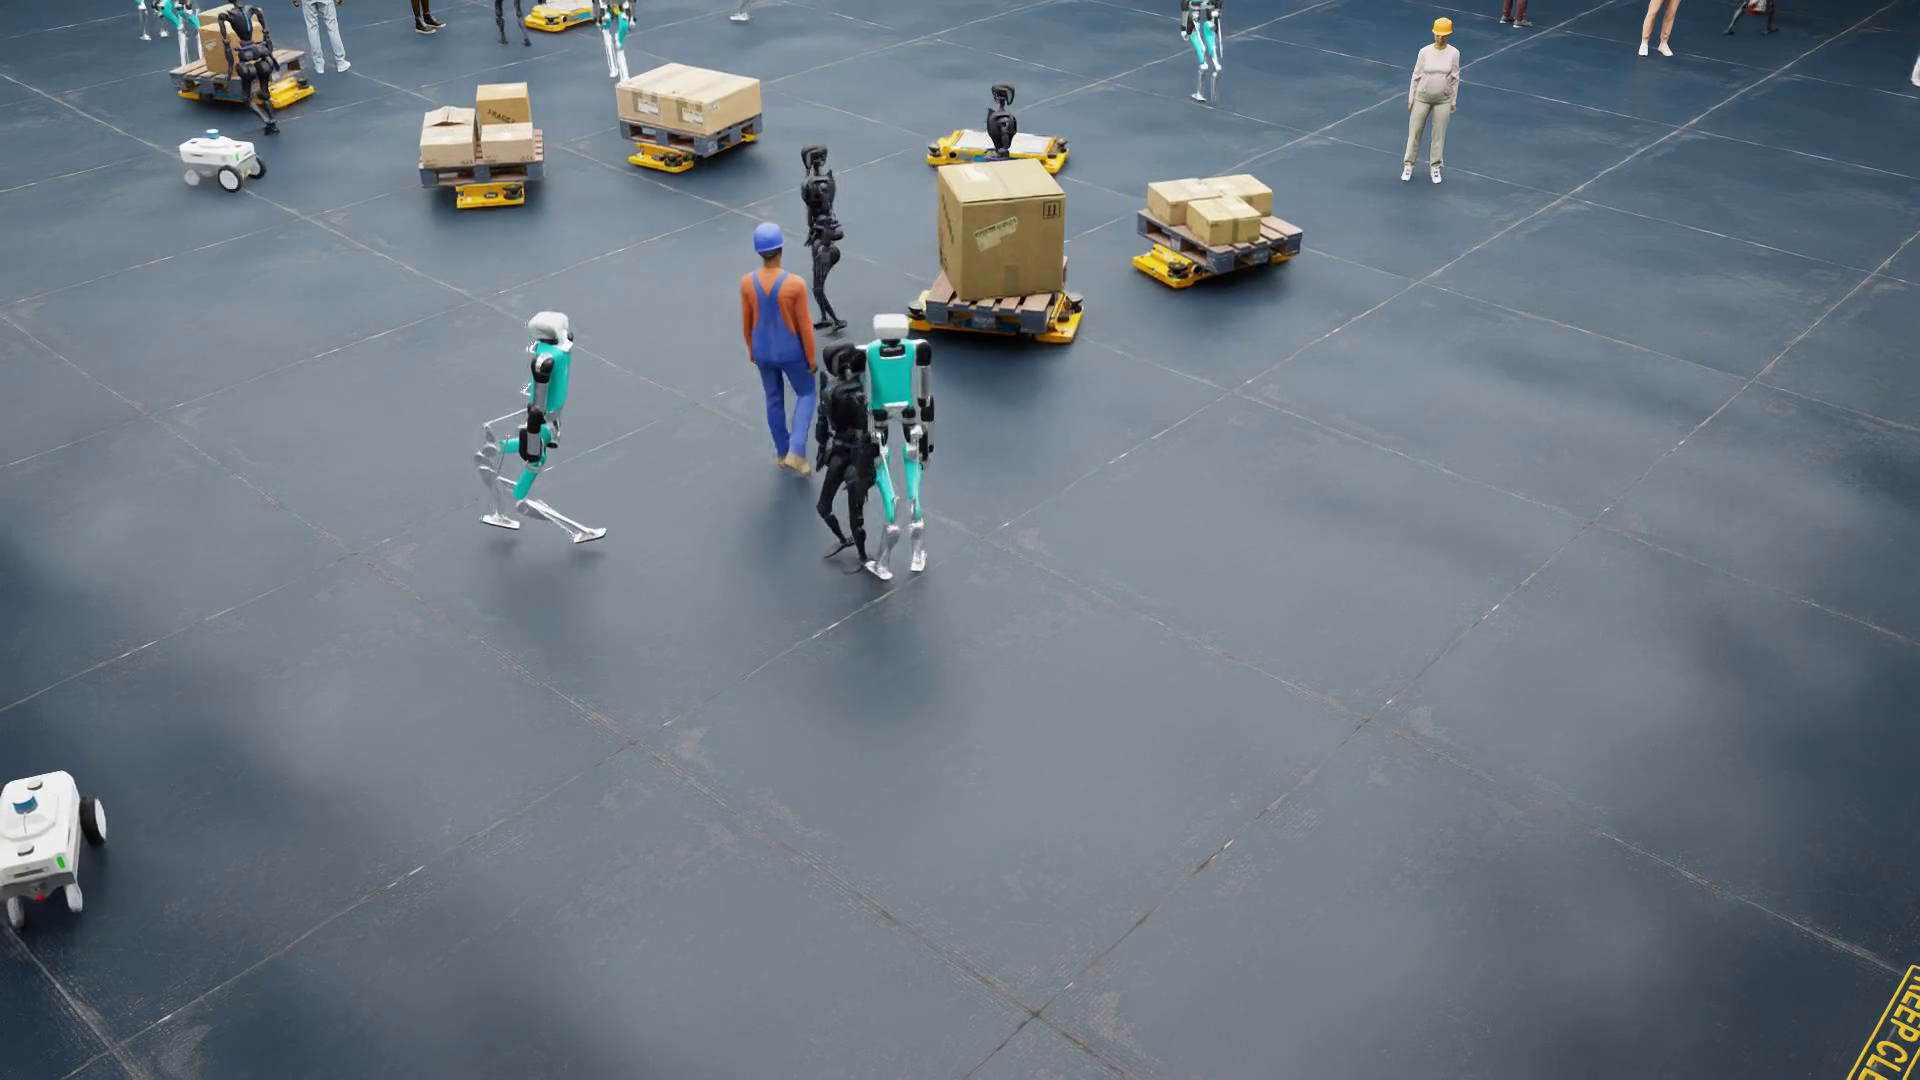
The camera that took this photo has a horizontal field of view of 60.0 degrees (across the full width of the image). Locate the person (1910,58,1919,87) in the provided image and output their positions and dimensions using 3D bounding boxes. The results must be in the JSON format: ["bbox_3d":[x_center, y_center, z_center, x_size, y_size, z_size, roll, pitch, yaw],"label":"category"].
[{"bbox_3d":[11.789,-6.092,19.708,0.526,1.588,0.903,-4,32,-7],"label":"person"}]

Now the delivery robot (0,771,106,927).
[{"bbox_3d":[-4.670,1.522,8.443,0.499,0.606,0.807,-11,34,-18],"label":"delivery robot"}]

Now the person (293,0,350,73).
[{"bbox_3d":[-7.901,-6.707,20.392,0.595,1.917,0.381,-7,33,-12],"label":"person"}]

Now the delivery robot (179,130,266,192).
[{"bbox_3d":[-7.668,-3.952,17.235,0.773,0.582,0.499,7,33,11],"label":"delivery robot"}]

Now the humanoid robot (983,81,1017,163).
[{"bbox_3d":[0.416,-3.391,15.282,0.468,1.645,0.614,-4,32,-6],"label":"humanoid robot"}]

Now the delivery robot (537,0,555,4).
[{"bbox_3d":[-5.533,-7.637,23.197,0.814,0.611,0.499,-11,33,-17],"label":"delivery robot"}]

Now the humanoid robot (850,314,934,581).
[{"bbox_3d":[-0.379,-0.506,10.569,0.532,1.762,0.762,-7,33,-12],"label":"humanoid robot"}]

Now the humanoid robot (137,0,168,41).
[{"bbox_3d":[-10.709,-7.414,21.681,0.533,1.756,0.730,-25,40,-34],"label":"humanoid robot"}]

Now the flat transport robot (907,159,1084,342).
[{"bbox_3d":[0.312,-1.975,14.335,1.431,0.231,0.659,7,32,11],"label":"flat transport robot"}]

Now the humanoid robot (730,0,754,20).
[{"bbox_3d":[-2.926,-7.852,22.390,0.690,1.781,0.541,12,34,19],"label":"humanoid robot"}]

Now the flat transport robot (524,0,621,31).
[{"bbox_3d":[-5.292,-7.271,22.862,0.659,0.231,1.431,21,38,30],"label":"flat transport robot"}]

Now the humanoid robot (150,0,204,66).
[{"bbox_3d":[-9.591,-6.607,20.399,0.531,1.771,0.702,4,32,6],"label":"humanoid robot"}]

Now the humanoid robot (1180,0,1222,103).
[{"bbox_3d":[2.885,-5.894,19.358,0.544,1.890,0.751,-12,34,-19],"label":"humanoid robot"}]

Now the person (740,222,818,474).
[{"bbox_3d":[-1.270,-1.338,11.767,0.534,1.890,0.506,6,32,10],"label":"person"}]

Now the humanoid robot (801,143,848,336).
[{"bbox_3d":[-1.147,-2.508,13.865,0.326,1.649,0.610,-10,33,-16],"label":"humanoid robot"}]

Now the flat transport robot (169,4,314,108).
[{"bbox_3d":[-8.523,-5.397,19.844,1.431,0.231,0.659,10,33,15],"label":"flat transport robot"}]

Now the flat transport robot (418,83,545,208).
[{"bbox_3d":[-4.900,-3.767,17.220,0.659,0.231,1.431,-6,32,-10],"label":"flat transport robot"}]

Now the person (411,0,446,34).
[{"bbox_3d":[-7.178,-7.741,22.020,0.361,1.955,0.612,6,32,9],"label":"person"}]

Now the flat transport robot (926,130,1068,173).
[{"bbox_3d":[0.407,-4.178,17.881,1.431,0.231,0.659,7,32,11],"label":"flat transport robot"}]

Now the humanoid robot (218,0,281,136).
[{"bbox_3d":[-7.762,-5.280,18.311,0.482,1.641,0.609,22,38,31],"label":"humanoid robot"}]

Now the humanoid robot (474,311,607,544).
[{"bbox_3d":[-2.928,-0.682,10.900,1.078,1.728,0.531,3,32,5],"label":"humanoid robot"}]

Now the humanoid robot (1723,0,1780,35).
[{"bbox_3d":[10.606,-7.477,21.916,0.814,1.632,0.587,-15,35,-23],"label":"humanoid robot"}]

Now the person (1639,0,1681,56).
[{"bbox_3d":[8.999,-7.080,21.033,0.517,1.876,0.349,1,32,2],"label":"person"}]

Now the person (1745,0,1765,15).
[{"bbox_3d":[10.990,-8.108,22.748,0.529,1.811,0.440,-18,36,-26],"label":"person"}]

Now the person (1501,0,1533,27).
[{"bbox_3d":[7.604,-7.820,22.291,0.381,1.806,0.550,-16,35,-24],"label":"person"}]

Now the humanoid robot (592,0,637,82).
[{"bbox_3d":[-4.130,-6.299,19.901,0.571,1.724,1.009,-10,33,-16],"label":"humanoid robot"}]

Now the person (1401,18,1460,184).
[{"bbox_3d":[4.849,-4.509,17.067,0.479,1.693,0.337,6,32,10],"label":"person"}]

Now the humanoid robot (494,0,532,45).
[{"bbox_3d":[-5.877,-7.227,21.487,0.612,1.645,0.460,-26,40,-35],"label":"humanoid robot"}]

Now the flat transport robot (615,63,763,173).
[{"bbox_3d":[-2.895,-4.327,18.122,0.659,0.231,1.431,18,36,26],"label":"flat transport robot"}]

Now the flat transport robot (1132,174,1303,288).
[{"bbox_3d":[2.368,-2.669,15.453,1.431,0.231,0.659,-18,36,-27],"label":"flat transport robot"}]

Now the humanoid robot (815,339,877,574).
[{"bbox_3d":[-0.729,-0.521,10.660,0.330,1.653,0.589,-22,38,-31],"label":"humanoid robot"}]
